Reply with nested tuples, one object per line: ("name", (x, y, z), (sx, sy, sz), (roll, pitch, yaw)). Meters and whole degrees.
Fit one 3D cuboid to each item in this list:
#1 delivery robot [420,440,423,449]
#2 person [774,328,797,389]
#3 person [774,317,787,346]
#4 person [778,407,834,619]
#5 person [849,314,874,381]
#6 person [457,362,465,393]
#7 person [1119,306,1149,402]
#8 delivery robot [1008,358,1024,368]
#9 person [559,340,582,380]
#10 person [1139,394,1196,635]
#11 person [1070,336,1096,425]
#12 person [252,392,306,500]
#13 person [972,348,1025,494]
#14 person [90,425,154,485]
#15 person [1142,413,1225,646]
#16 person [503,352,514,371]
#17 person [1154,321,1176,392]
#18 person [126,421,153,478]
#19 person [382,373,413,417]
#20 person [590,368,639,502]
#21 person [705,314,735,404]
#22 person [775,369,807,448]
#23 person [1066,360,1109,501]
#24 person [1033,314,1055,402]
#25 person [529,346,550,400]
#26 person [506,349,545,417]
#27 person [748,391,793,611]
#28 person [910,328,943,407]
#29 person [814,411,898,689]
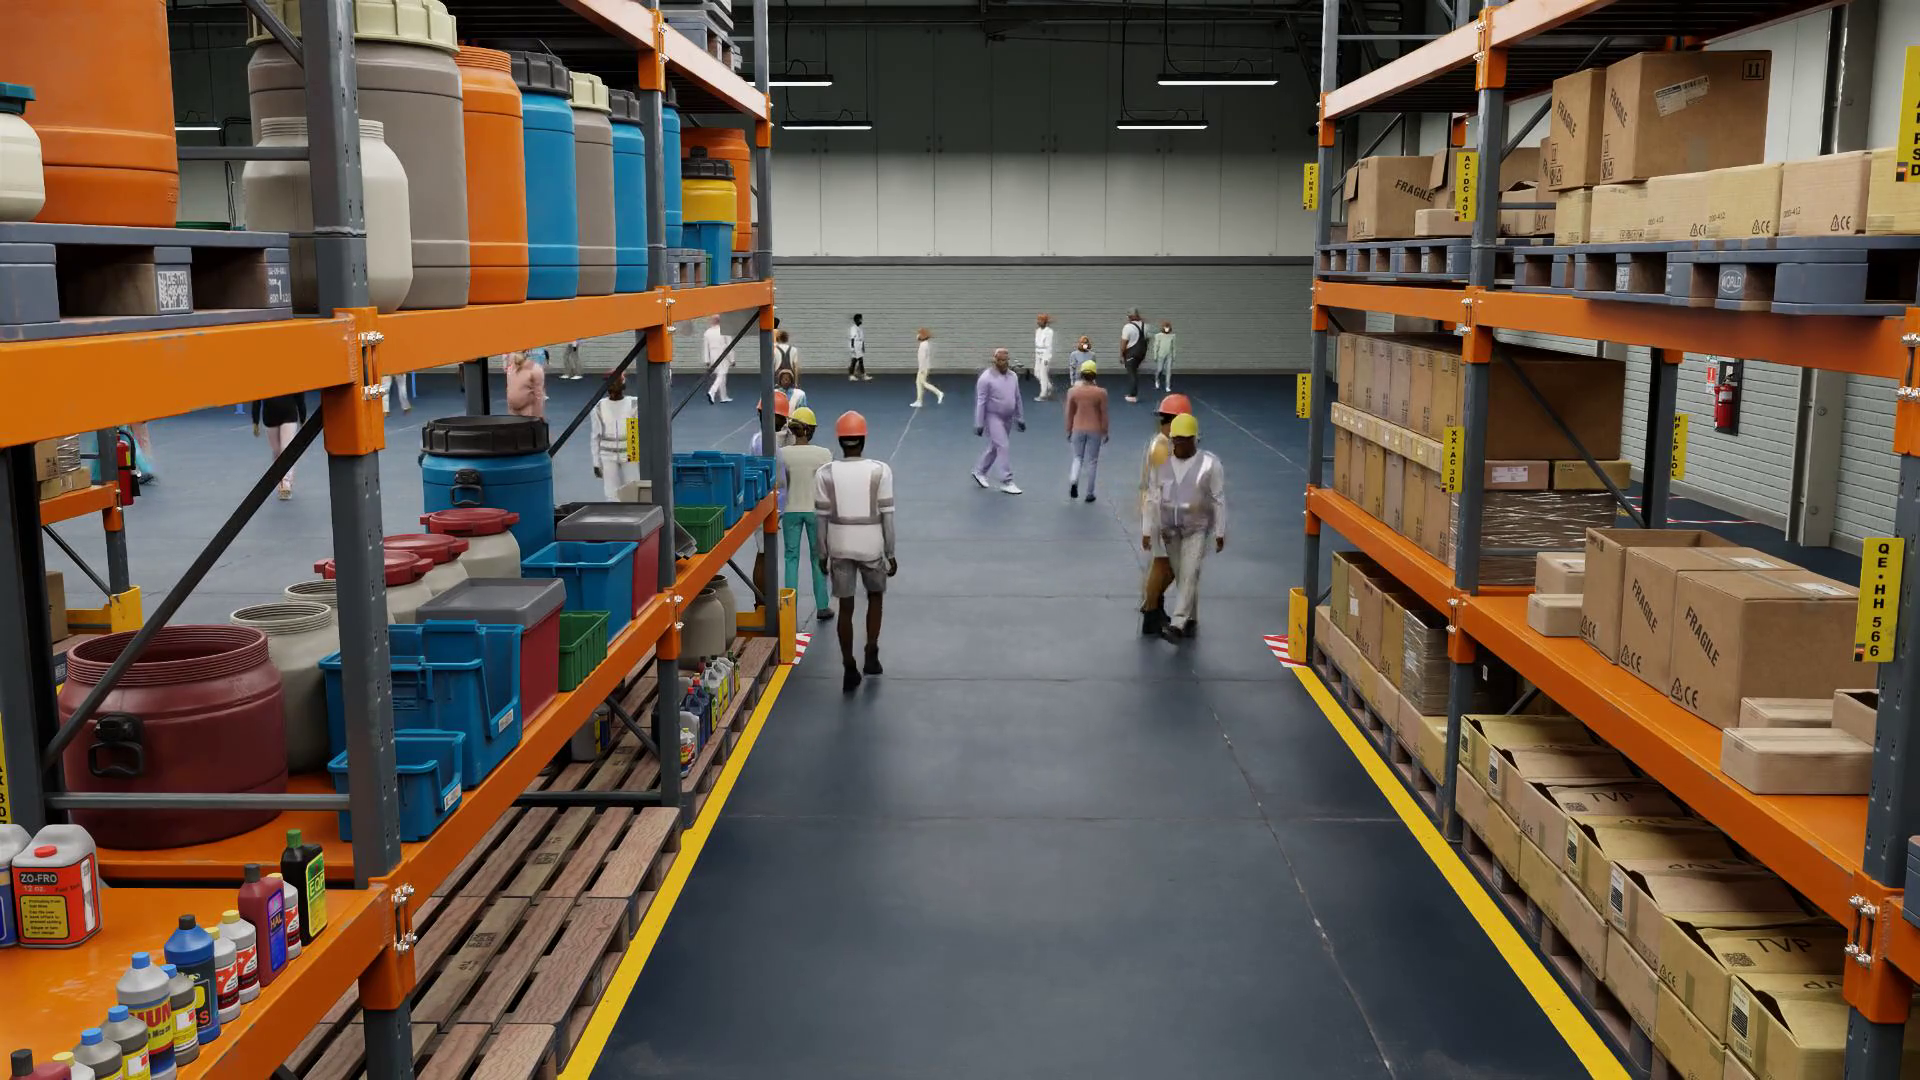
("delivery robot", (-7.381, -1.341, 23.967), (0.707, 0.478, 0.477), (0, 10, -1))
("person", (-3.050, -2.760, 28.848), (0.513, 1.823, 0.809), (-5, 11, -27))
("person", (-4.219, -4.244, 38.092), (0.529, 1.697, 0.321), (-1, 10, -8))
("person", (-1.290, -0.217, 13.788), (0.523, 1.762, 0.329), (1, 10, 6))
("person", (-2.447, -4.779, 41.359), (0.768, 1.664, 0.553), (2, 10, 14))
("person", (-11.344, -4.329, 38.082), (0.552, 1.890, 0.991), (-3, 10, -19))
("person", (3.615, -3.963, 35.514), (0.705, 2.000, 0.682), (-9, 13, -42))
("delivery robot", (1.430, -4.485, 42.024), (0.335, 0.223, 0.698), (4, 10, 20))
("person", (-9.797, -4.950, 41.777), (0.613, 1.873, 0.802), (8, 12, 39))
("person", (1.648, -0.202, 13.226), (0.434, 1.915, 0.573), (2, 10, 9))
("person", (2.217, -2.853, 29.951), (0.498, 1.634, 0.279), (-3, 10, -19))
("person", (-8.617, -1.533, 21.084), (0.621, 1.963, 0.969), (-2, 10, -12))
("person", (0.474, -1.570, 21.606), (0.972, 1.867, 0.649), (9, 13, 44))
("person", (-11.245, -1.622, 22.114), (0.975, 1.798, 0.567), (1, 10, 7))
("person", (1.694, -0.082, 12.901), (0.607, 1.780, 0.960), (5, 11, 30))
("person", (-9.157, -3.646, 34.367), (0.527, 1.751, 0.517), (-2, 10, -11))
("person", (4.726, -4.245, 38.348), (0.504, 1.620, 0.550), (-1, 10, -7))
("person", (-11.425, -1.802, 22.881), (0.636, 1.899, 0.401), (4, 10, 23))
("person", (-10.939, -3.351, 32.153), (0.650, 1.896, 0.986), (1, 10, 6))
("person", (-3.512, -0.843, 17.188), (0.598, 1.873, 0.645), (-1, 9, -4))
("person", (-5.075, -3.801, 34.930), (0.639, 1.875, 0.872), (6, 11, 32))
("person", (-2.159, -1.328, 20.821), (0.540, 1.631, 0.415), (-2, 10, -9))
("person", (1.577, -1.348, 20.568), (0.533, 1.752, 0.408), (3, 10, 19))
("person", (1.827, -3.910, 35.598), (0.506, 1.869, 0.577), (-6, 11, -33))
("person", (-9.154, -3.856, 35.915), (0.881, 1.654, 0.534), (8, 13, 41))
("person", (-5.848, -1.720, 22.379), (0.667, 1.891, 0.485), (6, 11, 31))
("person", (-1.521, -0.235, 13.394), (0.380, 1.927, 0.542), (-1, 10, -8))
("person", (-0.694, -3.540, 34.117), (0.627, 1.610, 0.511), (-1, 9, -3))
("person", (-0.724, 0.052, 11.694), (0.583, 1.914, 0.657), (0, 9, 2))
